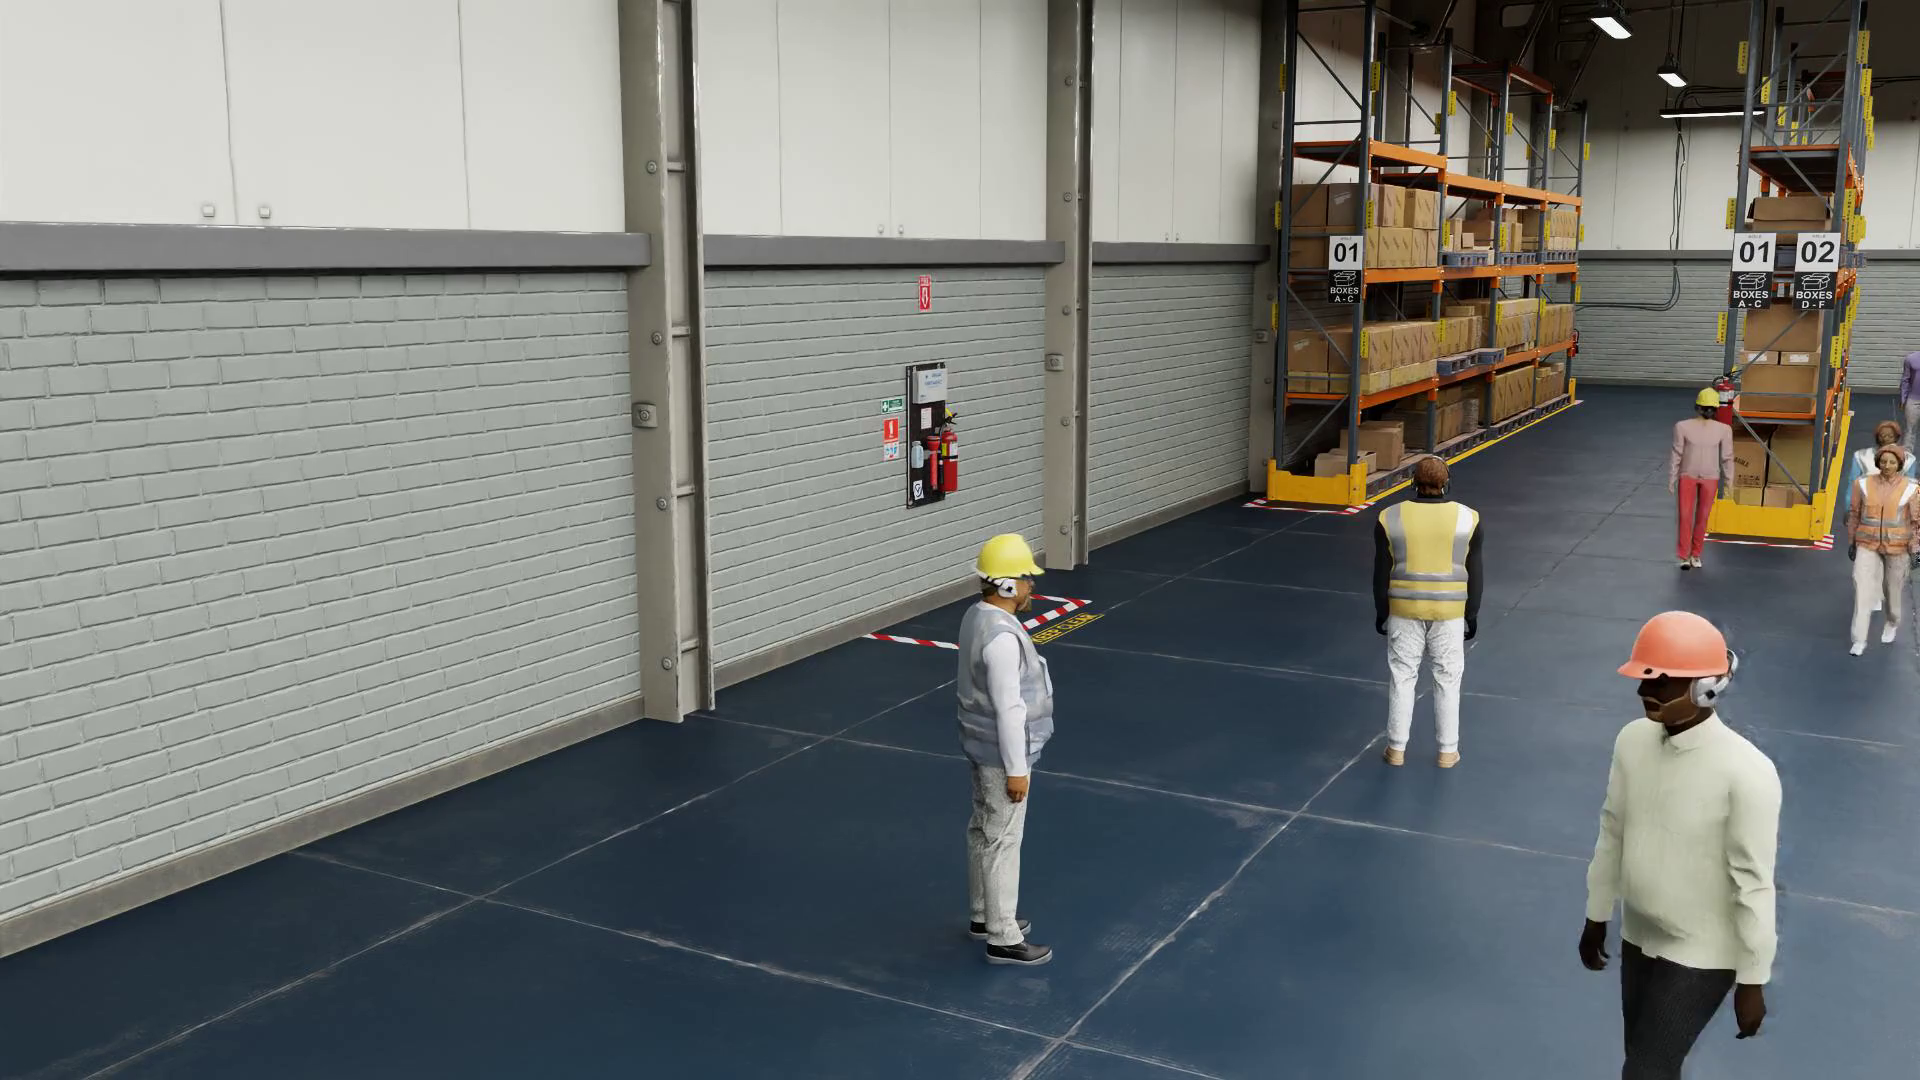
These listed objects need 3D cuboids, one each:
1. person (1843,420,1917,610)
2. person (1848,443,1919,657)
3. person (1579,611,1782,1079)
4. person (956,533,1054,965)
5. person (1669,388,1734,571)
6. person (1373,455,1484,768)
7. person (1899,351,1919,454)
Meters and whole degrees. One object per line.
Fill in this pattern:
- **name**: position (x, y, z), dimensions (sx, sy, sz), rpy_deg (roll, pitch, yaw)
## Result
- **person**: position (7.929, -0.245, 14.357), dimensions (0.517, 1.613, 0.809), rpy_deg (6, 11, 31)
- **person**: position (7.046, 0.049, 12.662), dimensions (0.525, 1.594, 0.872), rpy_deg (7, 12, 36)
- **person**: position (2.077, 1.180, 4.918), dimensions (0.460, 1.972, 0.646), rpy_deg (-3, 10, -14)
- **person**: position (0.194, 0.880, 7.094), dimensions (0.403, 1.834, 0.586), rpy_deg (-2, 10, -12)
- **person**: position (7.053, -0.564, 15.802), dimensions (0.550, 1.733, 0.731), rpy_deg (2, 10, 14)
- **person**: position (2.732, 0.422, 9.754), dimensions (0.627, 1.844, 0.429), rpy_deg (2, 10, 13)
- **person**: position (13.529, -1.949, 23.349), dimensions (0.630, 1.940, 0.373), rpy_deg (9, 13, 41)
